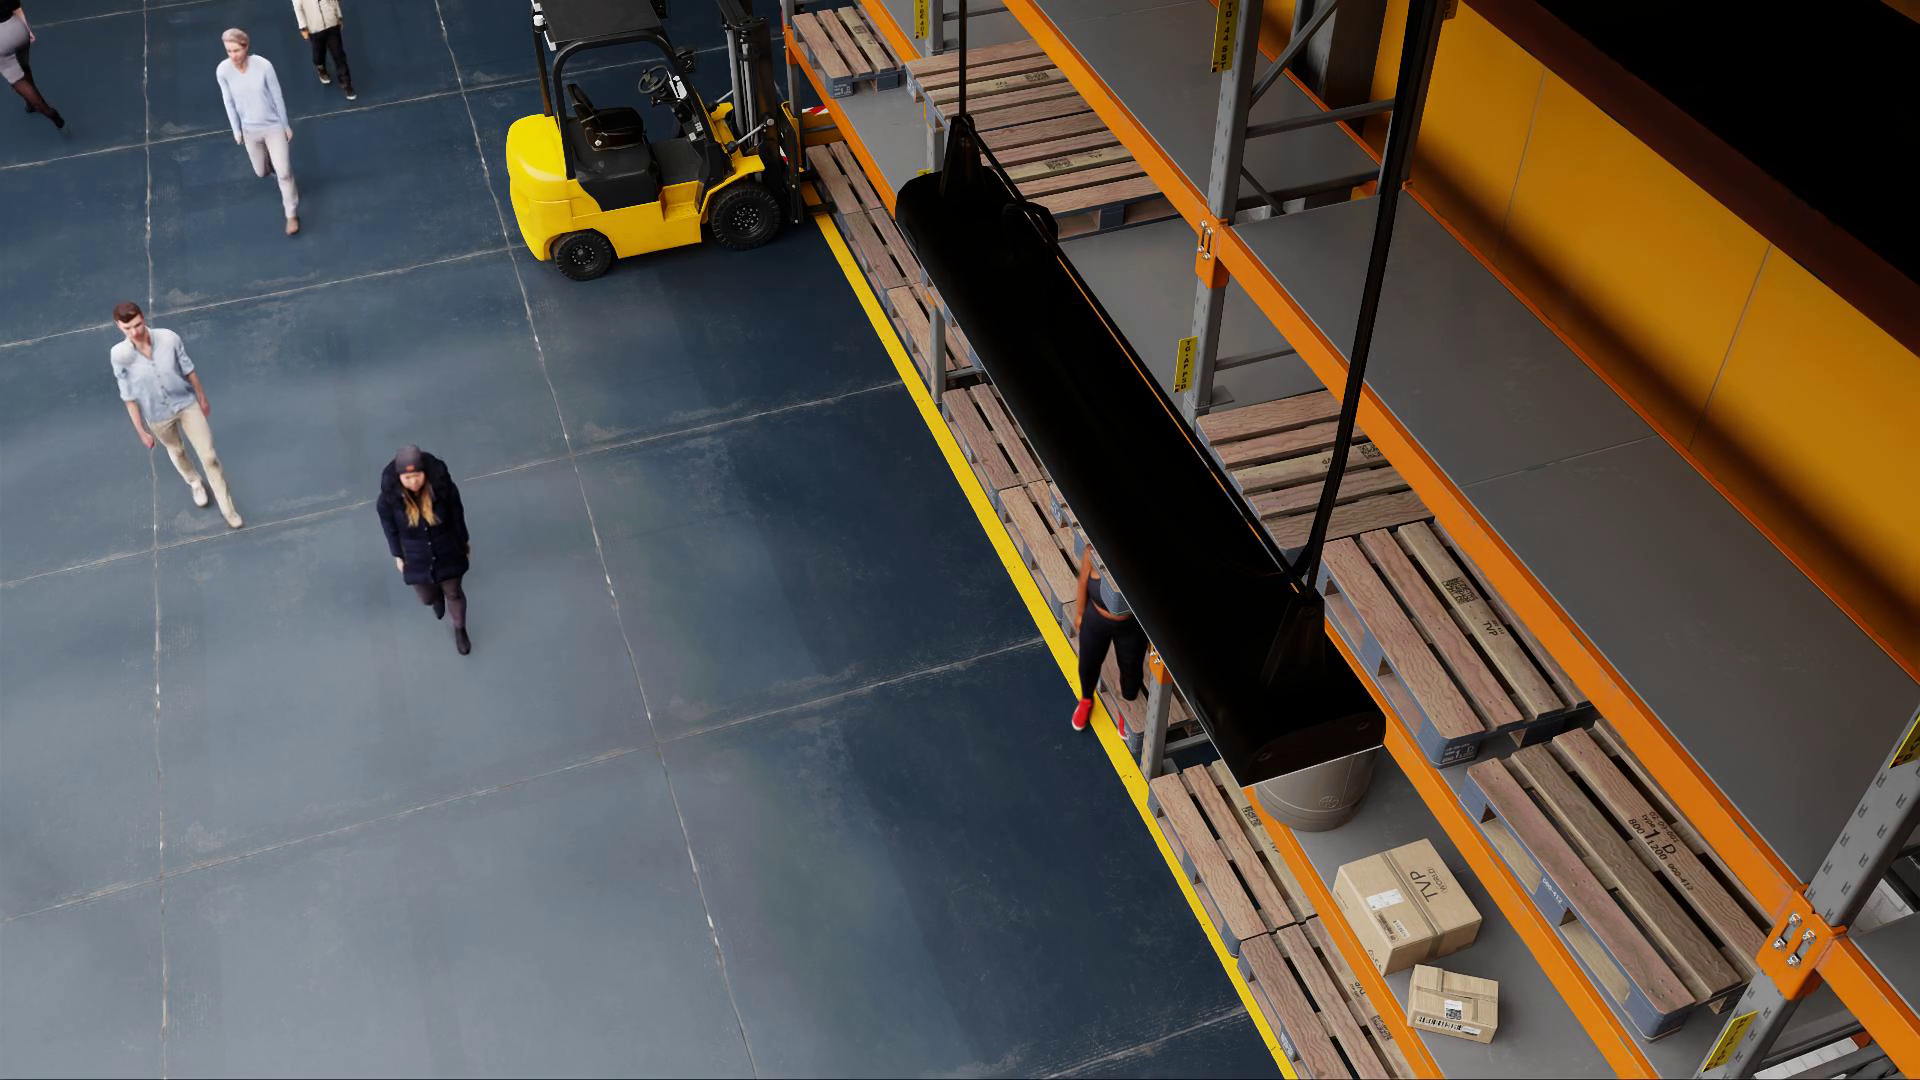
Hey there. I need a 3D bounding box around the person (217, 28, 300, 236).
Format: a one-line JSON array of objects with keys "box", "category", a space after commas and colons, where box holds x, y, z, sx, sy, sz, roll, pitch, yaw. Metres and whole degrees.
[{"box": [-6.036, -3.618, 14.459, 0.788, 1.871, 1.088, -5, 44, -5], "category": "person"}]

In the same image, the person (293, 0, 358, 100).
[{"box": [-6.286, -5.086, 16.313, 0.742, 1.439, 0.997, -25, 49, -24], "category": "person"}]

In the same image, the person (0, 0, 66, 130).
[{"box": [-8.916, -4.647, 15.643, 1.192, 1.727, 1.045, 25, 49, 24], "category": "person"}]

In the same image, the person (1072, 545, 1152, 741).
[{"box": [0.956, 0.487, 10.190, 0.770, 1.816, 0.799, 10, 44, 10], "category": "person"}]

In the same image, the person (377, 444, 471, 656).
[{"box": [-3.441, 0.010, 10.799, 0.651, 1.666, 0.748, -14, 45, -14], "category": "person"}]

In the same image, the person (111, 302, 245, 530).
[{"box": [-5.574, -0.965, 11.711, 0.781, 1.820, 1.014, -22, 48, -22], "category": "person"}]
